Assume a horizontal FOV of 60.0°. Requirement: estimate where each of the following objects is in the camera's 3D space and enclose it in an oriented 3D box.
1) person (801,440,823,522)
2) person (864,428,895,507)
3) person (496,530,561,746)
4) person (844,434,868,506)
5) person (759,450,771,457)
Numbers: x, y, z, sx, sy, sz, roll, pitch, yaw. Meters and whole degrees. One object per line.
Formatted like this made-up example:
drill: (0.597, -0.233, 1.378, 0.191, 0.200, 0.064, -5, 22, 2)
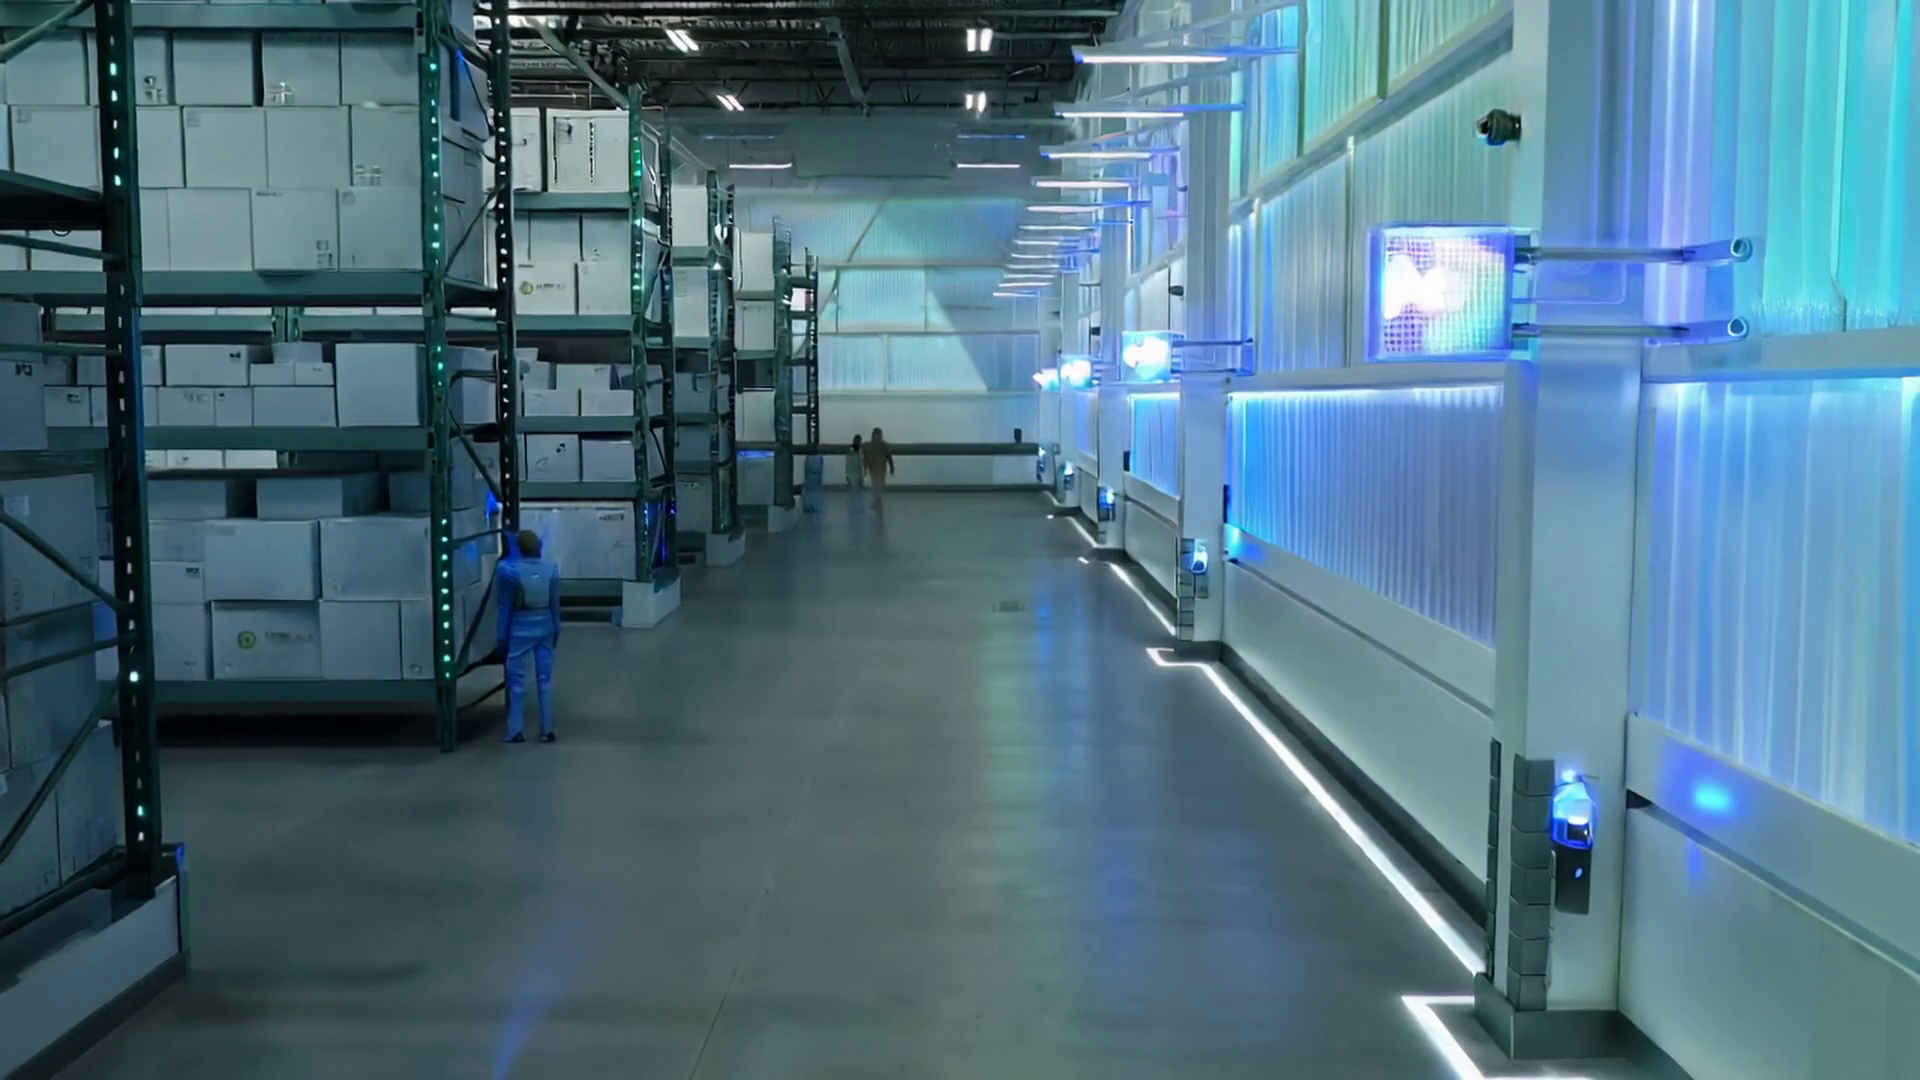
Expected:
person: (-3.125, -1.228, 34.844, 0.515, 1.723, 0.583, -3, 6, -34)
person: (-1.903, -1.717, 39.641, 0.714, 1.887, 0.523, 2, 5, 26)
person: (-3.243, 0.736, 12.556, 0.528, 1.625, 0.314, -5, 7, -43)
person: (-2.466, -1.656, 39.773, 0.581, 1.729, 0.515, -1, 5, -13)
person: (-4.374, -1.529, 37.535, 1.017, 1.888, 0.556, -1, 5, -7)
